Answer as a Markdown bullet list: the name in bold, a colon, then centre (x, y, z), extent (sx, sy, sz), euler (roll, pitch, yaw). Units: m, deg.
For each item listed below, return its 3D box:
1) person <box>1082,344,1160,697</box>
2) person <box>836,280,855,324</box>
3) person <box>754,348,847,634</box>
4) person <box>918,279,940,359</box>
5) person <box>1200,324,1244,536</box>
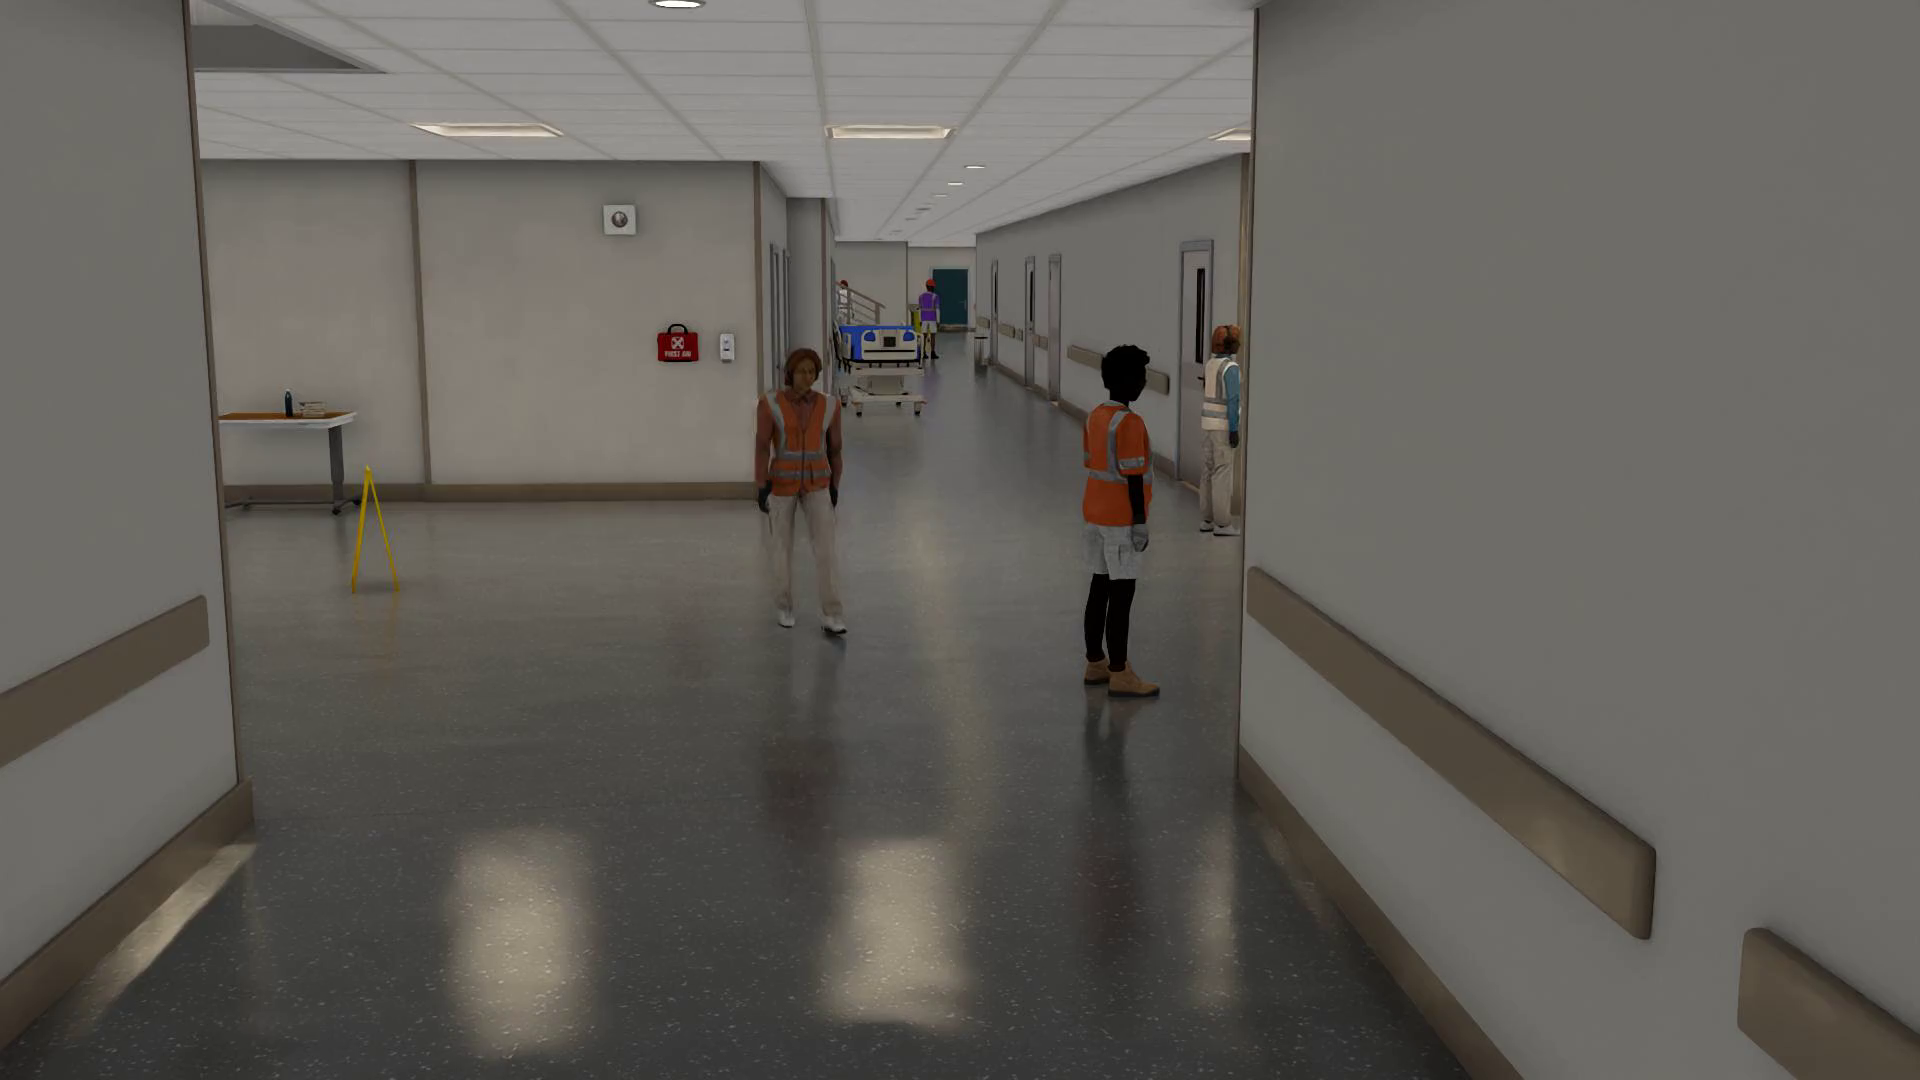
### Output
- **person**: centre (0.766, -0.094, 8.035), extent (0.319, 1.693, 0.532), euler (-3, 10, -19)
- **person**: centre (-3.366, -6.653, 48.611), extent (0.572, 1.886, 0.355), euler (-1, 9, -4)
- **person**: centre (-0.891, -0.259, 9.351), extent (0.536, 1.609, 0.769), euler (-3, 9, -17)
- **person**: centre (-0.734, -5.355, 40.310), extent (0.549, 1.936, 0.360), euler (4, 10, 23)
- **person**: centre (2.039, -0.853, 12.965), extent (0.315, 1.641, 0.515), euler (-2, 9, -14)
